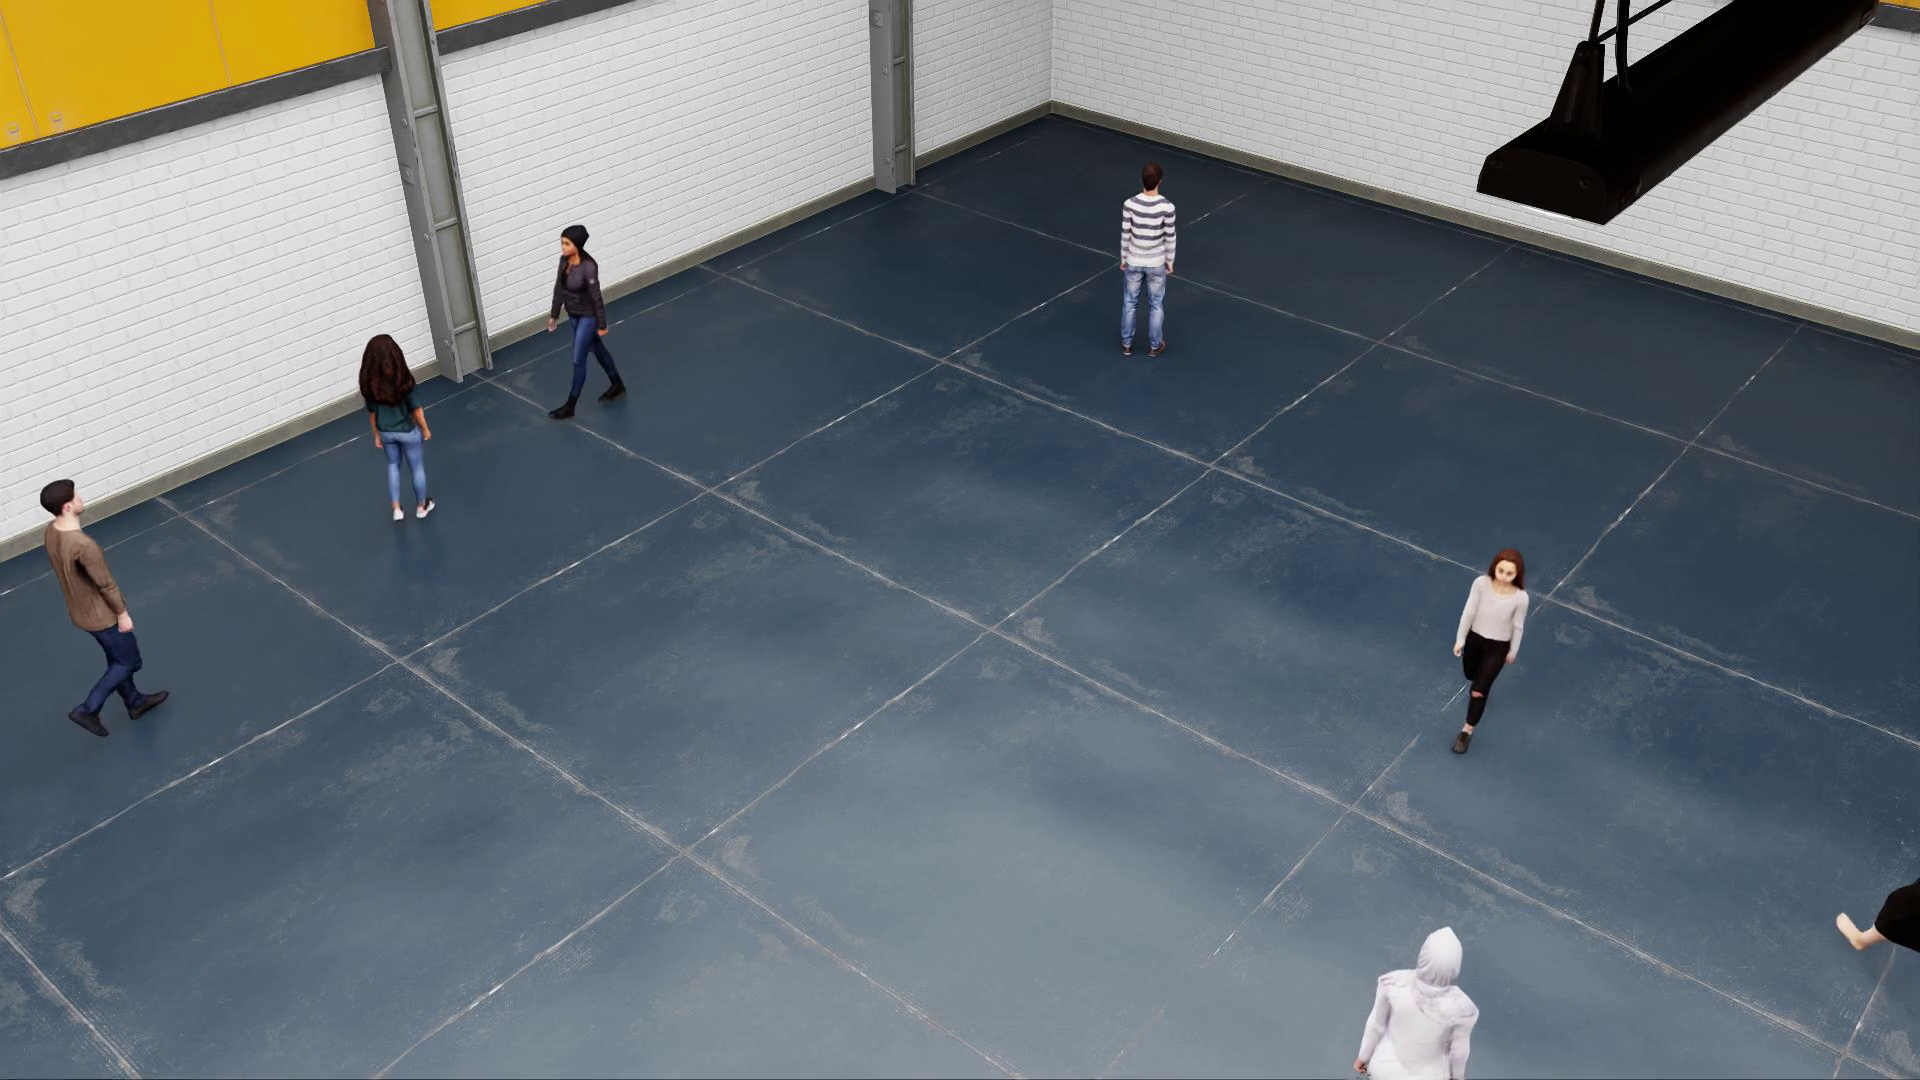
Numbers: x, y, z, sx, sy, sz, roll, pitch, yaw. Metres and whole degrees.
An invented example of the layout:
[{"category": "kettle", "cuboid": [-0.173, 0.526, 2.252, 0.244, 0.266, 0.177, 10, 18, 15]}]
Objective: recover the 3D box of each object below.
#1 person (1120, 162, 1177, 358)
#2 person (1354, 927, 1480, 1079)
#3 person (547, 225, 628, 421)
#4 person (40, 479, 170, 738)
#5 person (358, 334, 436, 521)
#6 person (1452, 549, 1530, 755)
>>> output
[{"category": "person", "cuboid": [1.718, -2.585, 15.371, 0.722, 1.853, 0.689, 8, 34, 11]}, {"category": "person", "cuboid": [2.064, 2.534, 7.745, 0.689, 1.770, 0.667, 16, 37, 23]}, {"category": "person", "cuboid": [-3.203, -1.940, 14.535, 1.108, 1.704, 0.707, -27, 42, -34]}, {"category": "person", "cuboid": [-5.636, 0.488, 10.732, 0.656, 1.871, 0.888, 24, 40, 31]}, {"category": "person", "cuboid": [-4.383, -0.835, 12.957, 0.737, 1.611, 0.793, 2, 34, 3]}, {"category": "person", "cuboid": [3.455, 0.645, 10.864, 0.591, 1.462, 0.969, 20, 39, 27]}]
